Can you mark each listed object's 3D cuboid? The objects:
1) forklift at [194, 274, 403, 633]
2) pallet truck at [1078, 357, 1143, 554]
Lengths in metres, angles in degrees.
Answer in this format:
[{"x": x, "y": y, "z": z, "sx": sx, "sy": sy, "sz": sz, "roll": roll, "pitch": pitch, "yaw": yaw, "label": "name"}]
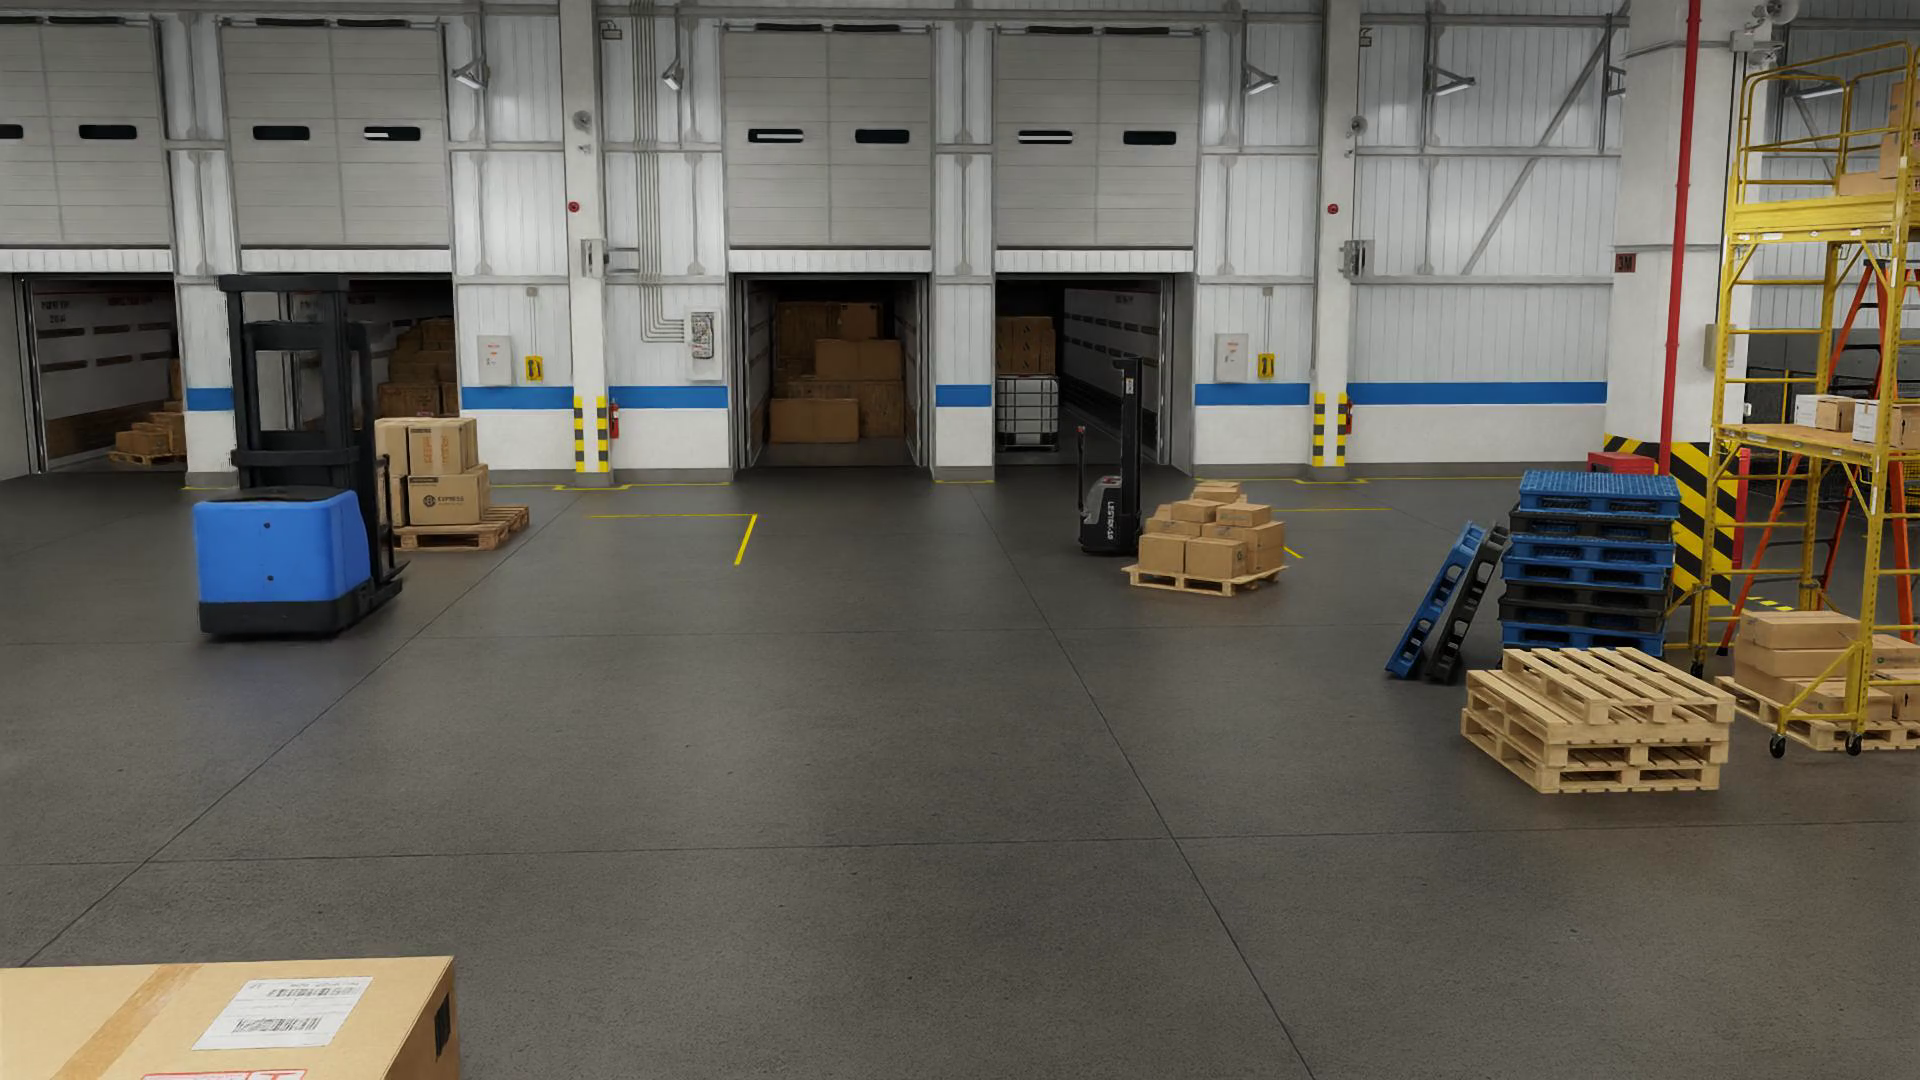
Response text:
[{"x": -5.405, "y": -0.759, "z": 13.512, "sx": 1.129, "sy": 2.768, "sz": 1.873, "roll": -1, "pitch": 9, "yaw": -4, "label": "forklift"}, {"x": 2.088, "y": -0.836, "z": 16.757, "sx": 1.885, "sy": 1.965, "sz": 0.823, "roll": 2, "pitch": 9, "yaw": 13, "label": "pallet truck"}]
